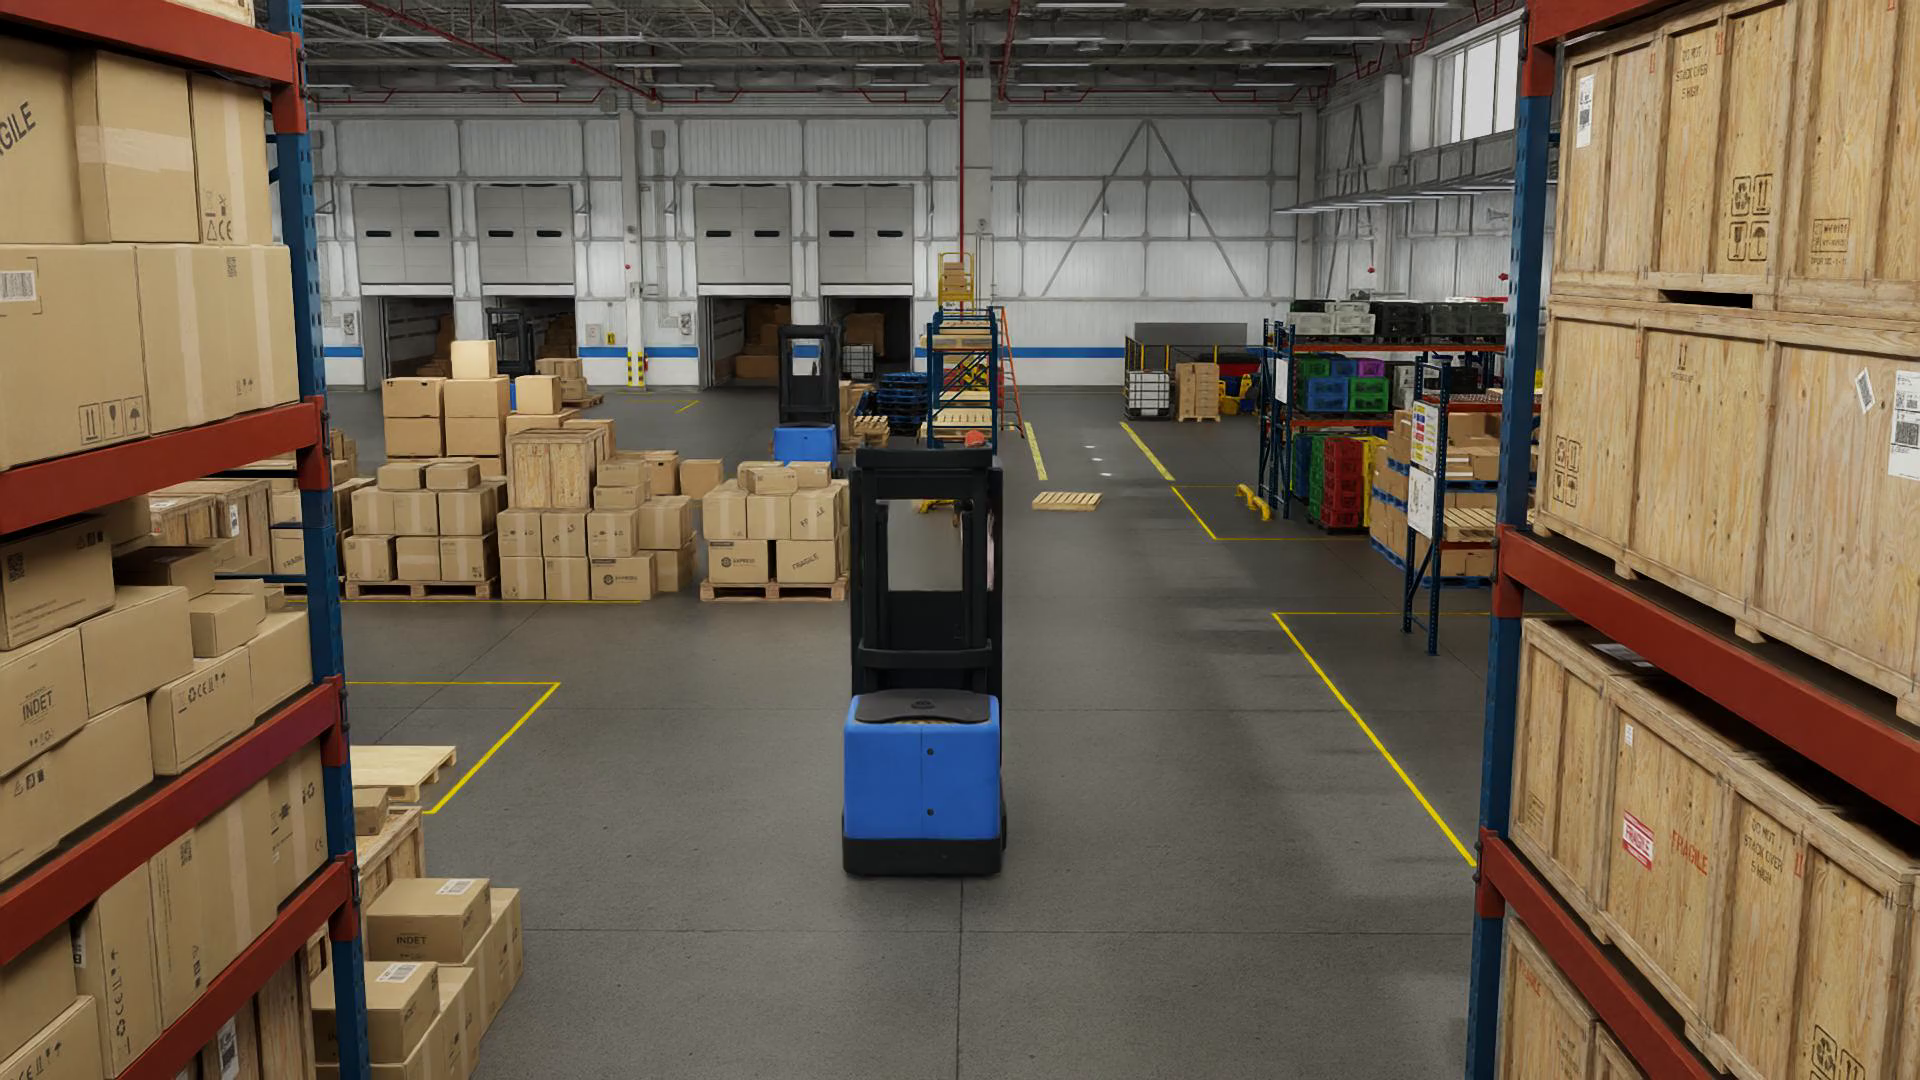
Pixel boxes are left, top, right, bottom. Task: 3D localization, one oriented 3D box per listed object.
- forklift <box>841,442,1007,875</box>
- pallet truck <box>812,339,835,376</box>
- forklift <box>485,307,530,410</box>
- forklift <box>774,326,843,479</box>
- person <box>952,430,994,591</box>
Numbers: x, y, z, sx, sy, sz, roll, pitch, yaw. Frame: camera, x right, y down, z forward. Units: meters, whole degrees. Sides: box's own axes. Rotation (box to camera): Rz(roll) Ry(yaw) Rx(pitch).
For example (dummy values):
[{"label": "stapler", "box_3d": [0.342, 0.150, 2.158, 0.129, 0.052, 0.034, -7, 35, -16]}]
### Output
[{"label": "forklift", "box_3d": [-0.242, 0.713, 11.589, 1.129, 2.768, 1.873, 0, 10, 1]}, {"label": "pallet truck", "box_3d": [-3.021, -4.312, 43.126, 1.885, 1.965, 0.823, 3, 10, 17]}, {"label": "forklift", "box_3d": [-10.754, -4.150, 39.646, 1.129, 2.768, 1.873, 0, 10, 1]}, {"label": "forklift", "box_3d": [-2.729, -2.428, 29.712, 1.129, 2.768, 1.873, 0, 10, 1]}, {"label": "person", "box_3d": [0.183, -0.345, 20.241, 0.622, 1.993, 0.381, -5, 11, -29]}]
